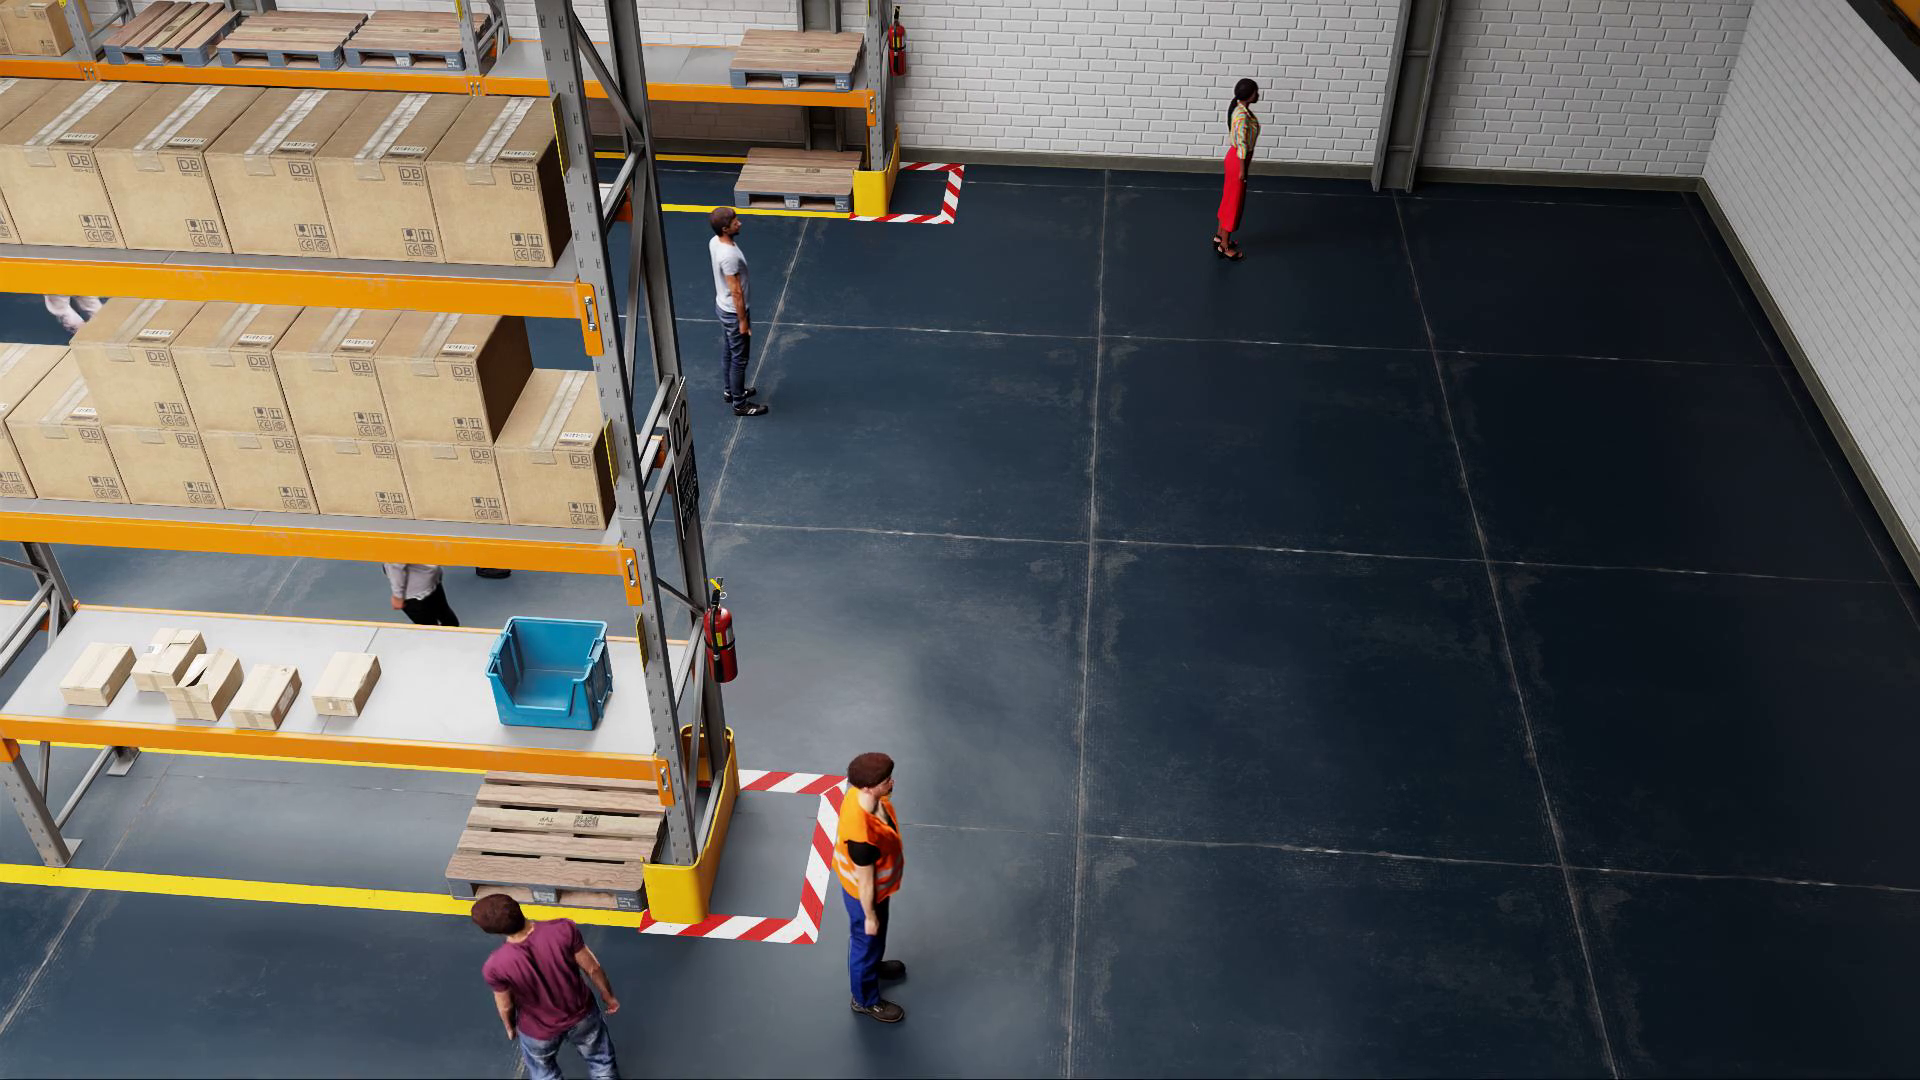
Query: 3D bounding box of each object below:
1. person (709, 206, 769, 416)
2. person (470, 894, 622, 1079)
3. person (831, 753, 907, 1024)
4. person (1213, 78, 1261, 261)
[{"bbox_3d":[-1.872,-1.896,13.707,0.703,1.866,0.719,-15,41,-18],"label":"person"},{"bbox_3d":[-1.966,2.390,8.375,0.779,1.823,0.970,-10,40,-13],"label":"person"},{"bbox_3d":[-0.500,1.851,9.000,0.633,1.885,0.692,1,39,2],"label":"person"},{"bbox_3d":[2.634,-3.535,15.819,0.554,1.793,0.614,-1,39,-1],"label":"person"}]
